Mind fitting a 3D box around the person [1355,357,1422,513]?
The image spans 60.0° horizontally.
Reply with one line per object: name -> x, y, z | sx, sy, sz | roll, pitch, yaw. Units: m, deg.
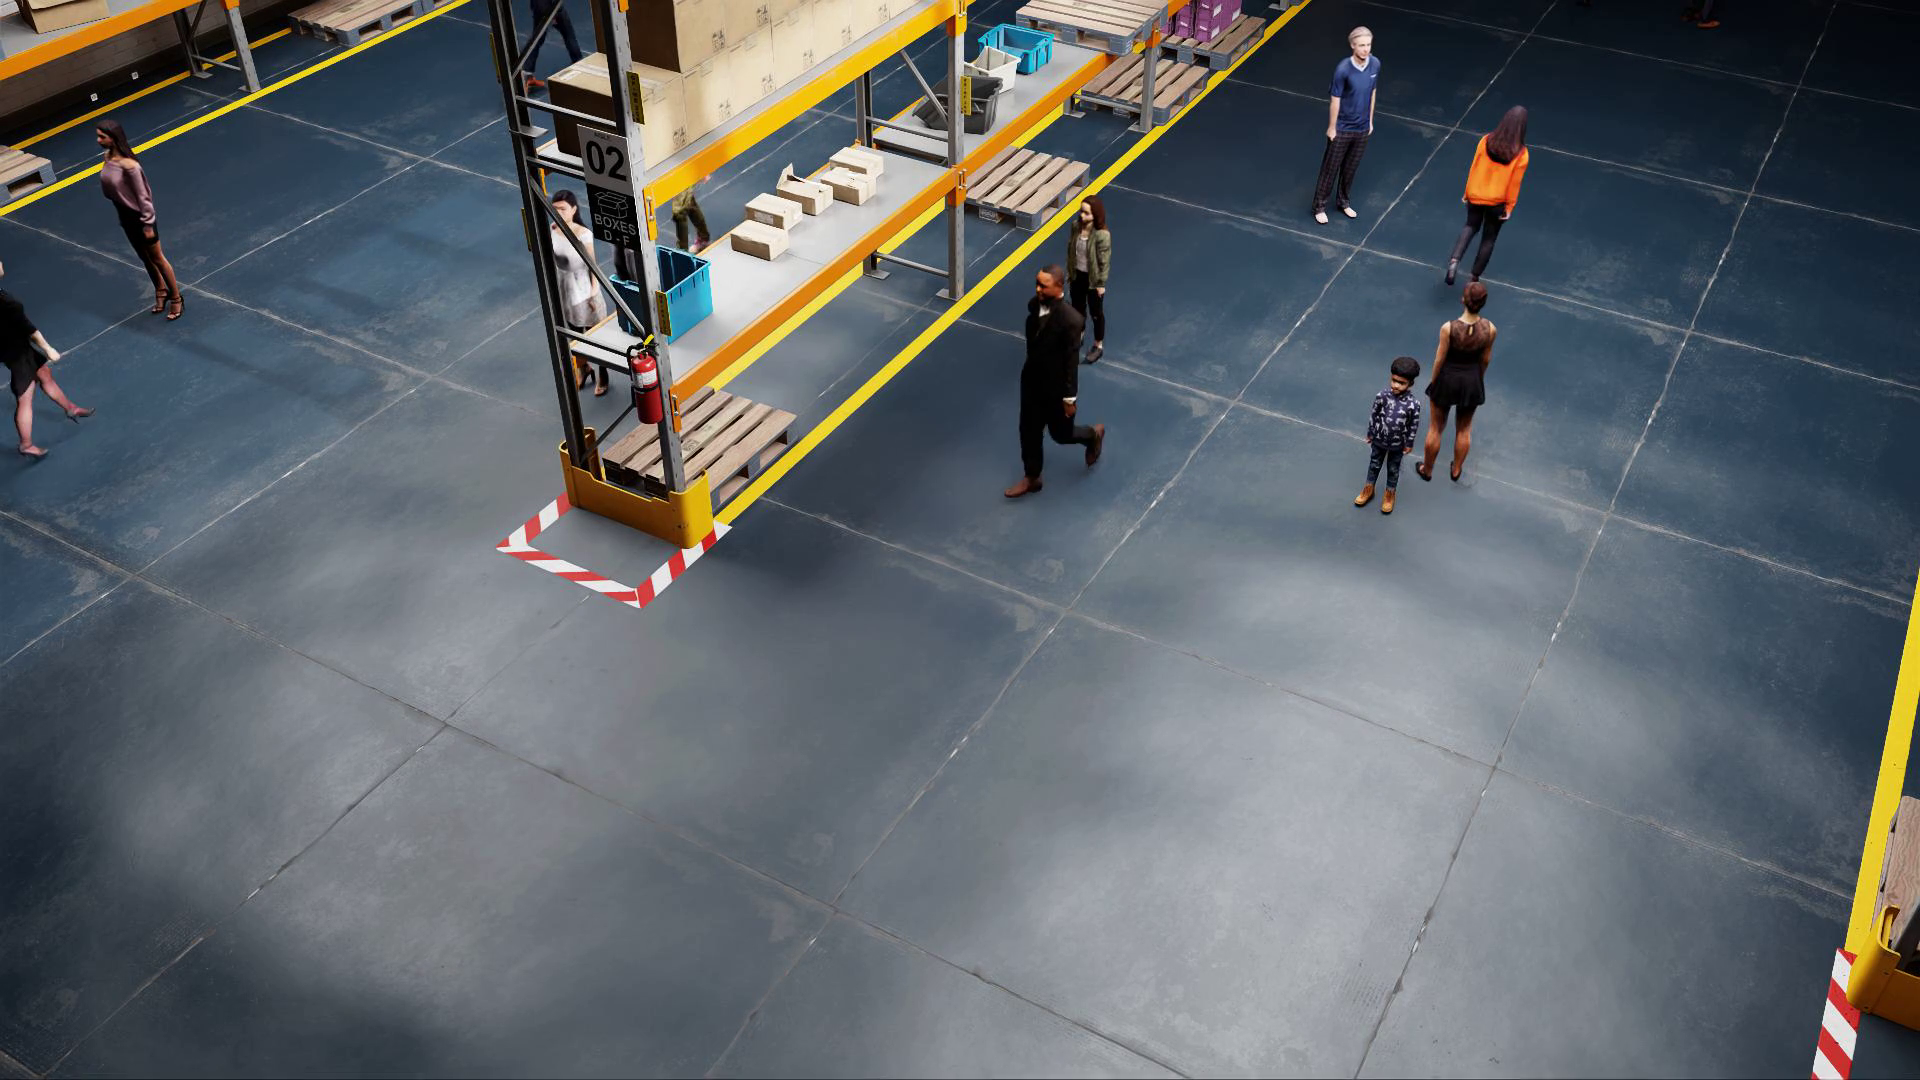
person -> 3.156, -0.777, 12.165 | 0.501, 1.251, 0.495 | 18, 42, 21

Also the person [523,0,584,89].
person -> -4.523, -5.708, 17.916 | 1.263, 1.778, 0.926 | -31, 48, -32

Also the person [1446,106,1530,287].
person -> 4.553, -2.905, 14.449 | 0.713, 1.727, 0.827 | 28, 46, 30

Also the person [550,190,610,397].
person -> -3.040, -1.956, 13.224 | 0.641, 1.771, 0.621 | 19, 42, 22

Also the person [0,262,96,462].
person -> -7.168, -1.333, 12.520 | 0.655, 1.676, 0.948 | 25, 45, 28

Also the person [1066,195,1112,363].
person -> 1.063, -2.177, 13.739 | 0.618, 1.474, 0.562 | 30, 48, 32

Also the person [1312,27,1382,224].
person -> 3.640, -3.889, 15.565 | 0.700, 1.871, 0.792 | -14, 41, -17

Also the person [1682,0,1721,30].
person -> 8.782, -6.909, 19.405 | 0.843, 1.798, 0.801 | -13, 40, -16

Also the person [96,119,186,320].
person -> -6.984, -2.722, 14.150 | 0.624, 1.812, 0.536 | 23, 44, 26

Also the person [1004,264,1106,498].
person -> 0.730, -1.162, 12.144 | 1.236, 1.878, 0.977 | -26, 45, -28

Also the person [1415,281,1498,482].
person -> 3.678, -1.167, 12.311 | 0.673, 1.677, 0.699 | 1, 39, 1
